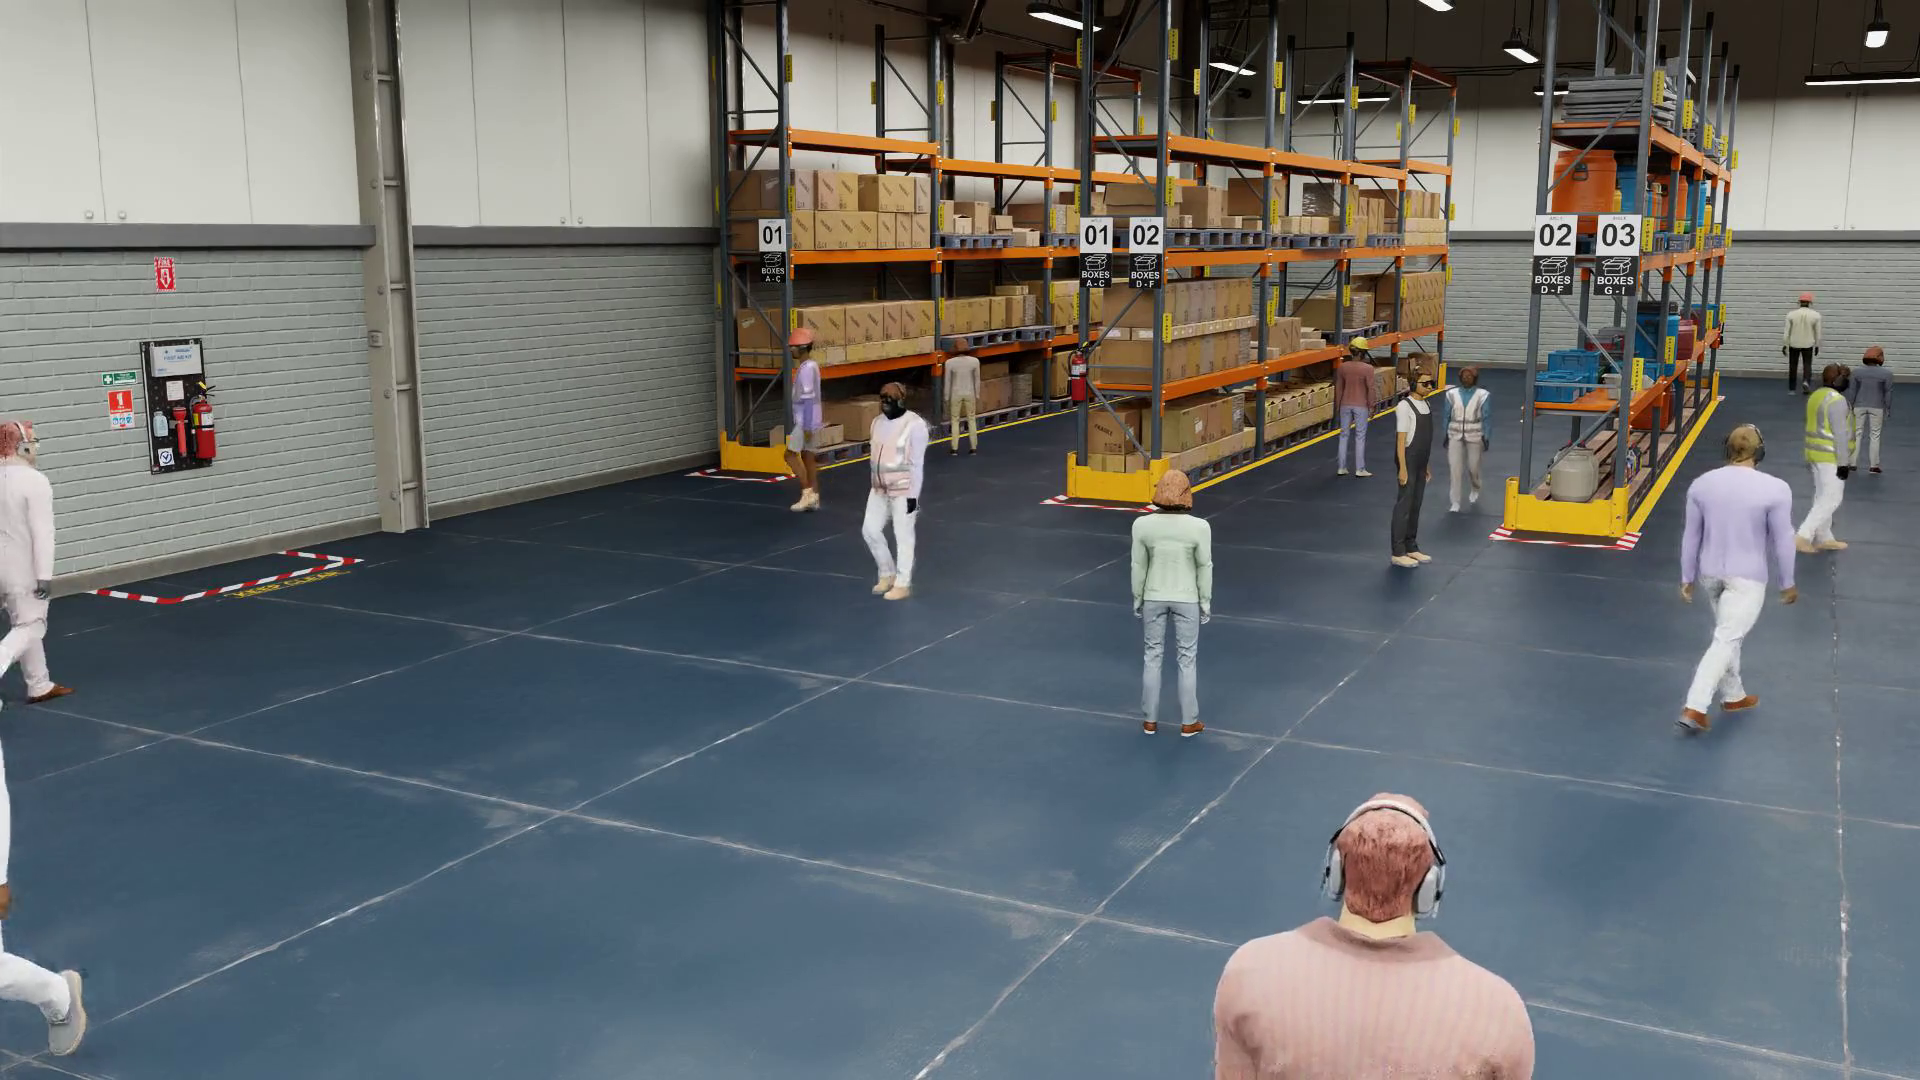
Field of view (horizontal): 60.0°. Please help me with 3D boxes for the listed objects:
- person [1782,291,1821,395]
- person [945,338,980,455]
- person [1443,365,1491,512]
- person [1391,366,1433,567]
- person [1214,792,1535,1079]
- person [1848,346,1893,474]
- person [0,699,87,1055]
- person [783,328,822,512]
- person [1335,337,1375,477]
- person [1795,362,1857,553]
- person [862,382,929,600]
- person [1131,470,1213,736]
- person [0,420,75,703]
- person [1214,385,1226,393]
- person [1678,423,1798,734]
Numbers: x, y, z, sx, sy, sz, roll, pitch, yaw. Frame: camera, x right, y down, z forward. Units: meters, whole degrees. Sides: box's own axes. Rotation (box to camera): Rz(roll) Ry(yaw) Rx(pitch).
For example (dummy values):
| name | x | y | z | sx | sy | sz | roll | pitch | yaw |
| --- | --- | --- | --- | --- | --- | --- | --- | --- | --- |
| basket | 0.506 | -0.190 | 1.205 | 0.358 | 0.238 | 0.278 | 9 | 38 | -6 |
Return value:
| name | x | y | z | sx | sy | sz | roll | pitch | yaw |
| --- | --- | --- | --- | --- | --- | --- | --- | --- | --- |
| person | 15.922 | -3.710 | 31.474 | 0.640 | 1.978 | 0.686 | 4 | 11 | 22 |
| person | 0.034 | -1.984 | 23.042 | 0.503 | 1.630 | 0.278 | -2 | 11 | -9 |
| person | 5.631 | -1.142 | 18.470 | 0.521 | 1.620 | 0.677 | 5 | 11 | 25 |
| person | 4.183 | -0.679 | 15.323 | 0.335 | 1.845 | 0.513 | 9 | 14 | 40 |
| person | 0.877 | 1.453 | 3.577 | 0.669 | 1.886 | 0.517 | 4 | 11 | 19 |
| person | 11.643 | -1.671 | 21.307 | 0.504 | 1.632 | 0.287 | 8 | 13 | 38 |
| person | -3.431 | 1.081 | 5.686 | 0.596 | 1.868 | 0.724 | 2 | 11 | 11 |
| person | -1.754 | -1.305 | 18.247 | 0.476 | 2.026 | 0.625 | 0 | 10 | 1 |
| person | 4.993 | -1.676 | 20.983 | 0.531 | 1.765 | 0.327 | 9 | 14 | 41 |
| person | 8.323 | -0.780 | 15.952 | 0.519 | 1.849 | 0.634 | 1 | 10 | 8 |
| person | -0.540 | -0.405 | 13.877 | 0.636 | 1.827 | 0.455 | 9 | 14 | 39 |
| person | 1.285 | 0.384 | 10.108 | 0.497 | 1.633 | 0.284 | 3 | 11 | 17 |
| person | -6.035 | 0.185 | 10.537 | 0.654 | 1.880 | 0.791 | 4 | 11 | 23 |
| person | 3.848 | -2.536 | 25.341 | 0.583 | 1.882 | 0.337 | 5 | 12 | 27 |
| person | 4.740 | 0.232 | 10.252 | 0.998 | 1.900 | 0.637 | -6 | 12 | -31 |
